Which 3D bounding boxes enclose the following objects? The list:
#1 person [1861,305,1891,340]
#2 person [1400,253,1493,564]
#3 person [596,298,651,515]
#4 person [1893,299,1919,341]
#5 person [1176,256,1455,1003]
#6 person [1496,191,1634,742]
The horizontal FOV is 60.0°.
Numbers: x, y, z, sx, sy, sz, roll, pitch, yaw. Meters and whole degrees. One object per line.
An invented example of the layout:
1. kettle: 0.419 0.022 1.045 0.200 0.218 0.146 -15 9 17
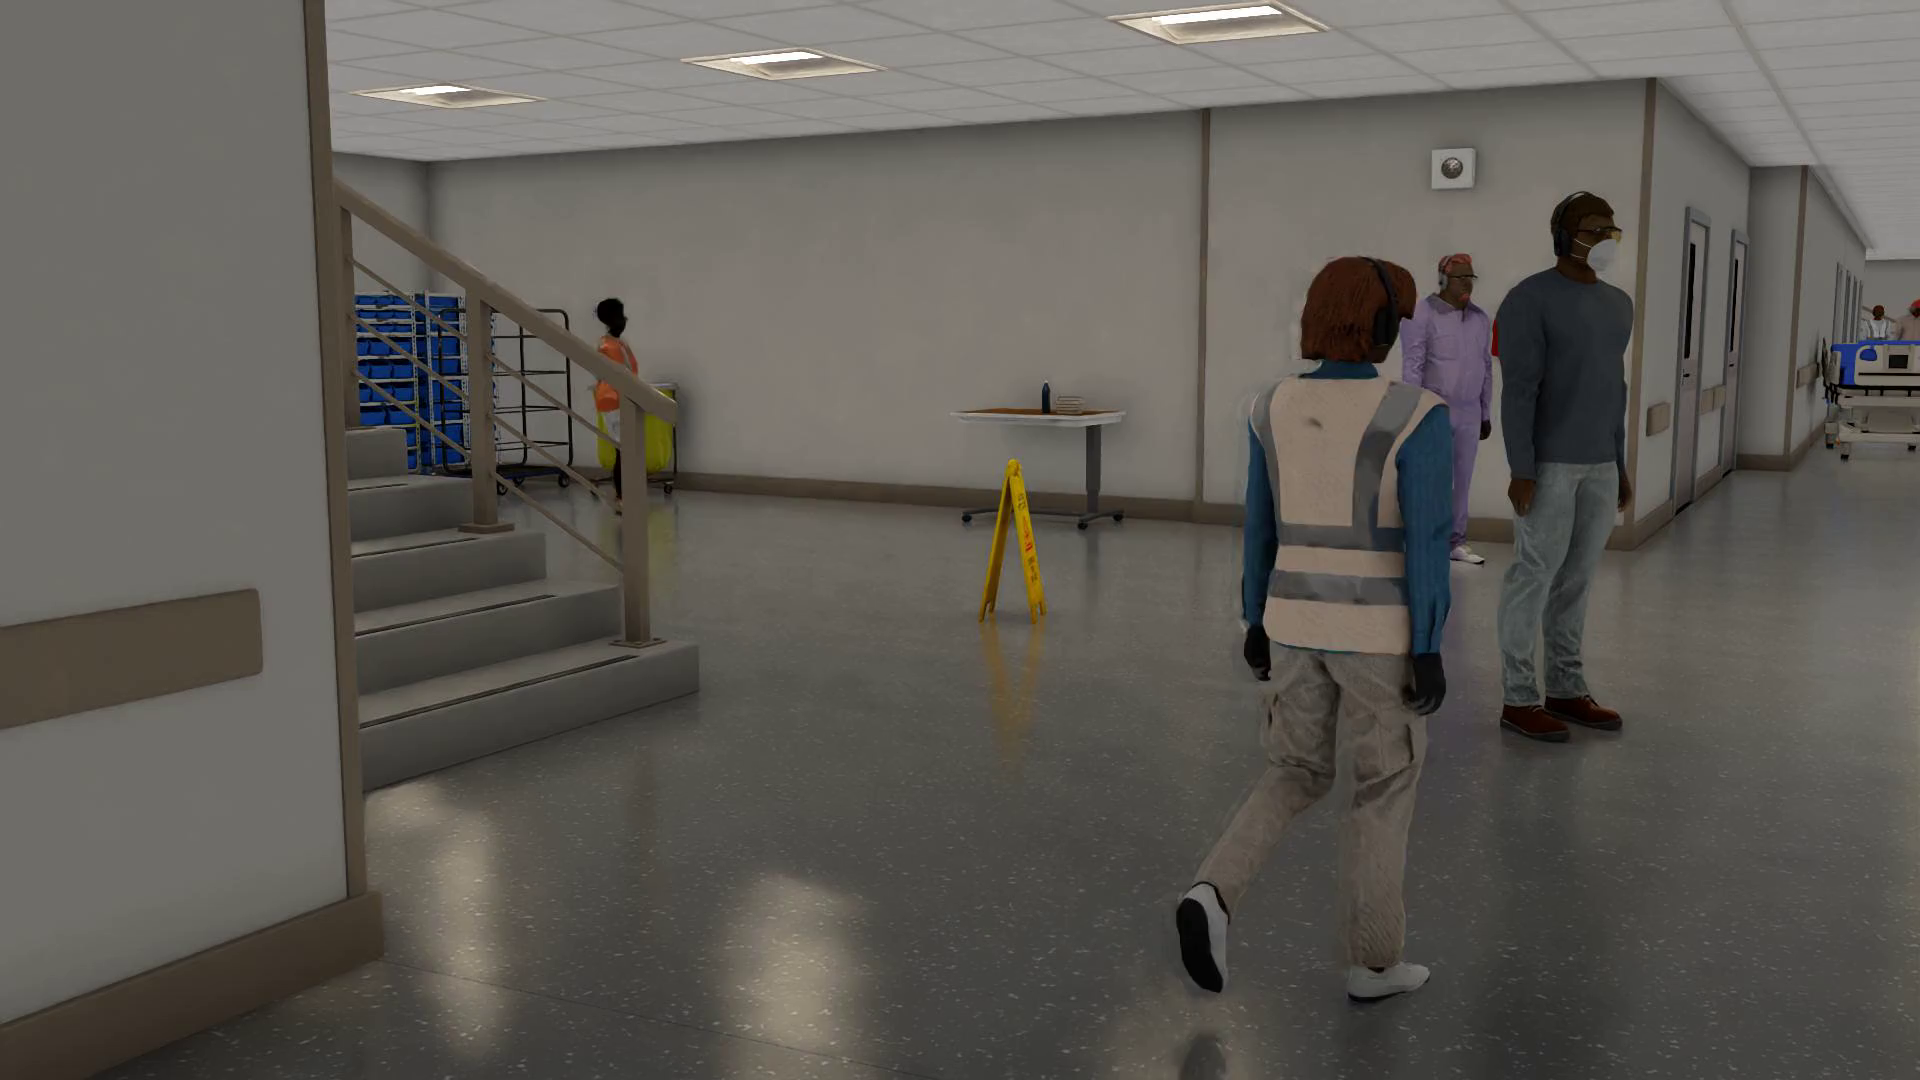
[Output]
1. person: 19.462 -4.050 35.371 0.567 1.878 0.357 0 7 3
2. person: 2.982 -0.782 10.129 0.648 1.899 0.399 -3 8 -24
3. person: -2.554 -1.022 12.832 0.472 1.671 0.572 0 7 -1
4. person: 18.799 -3.776 32.876 0.638 1.965 0.442 1 8 10
5. person: 0.764 0.214 3.523 0.565 1.626 0.519 -6 9 -38
6. person: 2.183 -0.262 5.964 0.629 1.940 0.373 -5 9 -32
